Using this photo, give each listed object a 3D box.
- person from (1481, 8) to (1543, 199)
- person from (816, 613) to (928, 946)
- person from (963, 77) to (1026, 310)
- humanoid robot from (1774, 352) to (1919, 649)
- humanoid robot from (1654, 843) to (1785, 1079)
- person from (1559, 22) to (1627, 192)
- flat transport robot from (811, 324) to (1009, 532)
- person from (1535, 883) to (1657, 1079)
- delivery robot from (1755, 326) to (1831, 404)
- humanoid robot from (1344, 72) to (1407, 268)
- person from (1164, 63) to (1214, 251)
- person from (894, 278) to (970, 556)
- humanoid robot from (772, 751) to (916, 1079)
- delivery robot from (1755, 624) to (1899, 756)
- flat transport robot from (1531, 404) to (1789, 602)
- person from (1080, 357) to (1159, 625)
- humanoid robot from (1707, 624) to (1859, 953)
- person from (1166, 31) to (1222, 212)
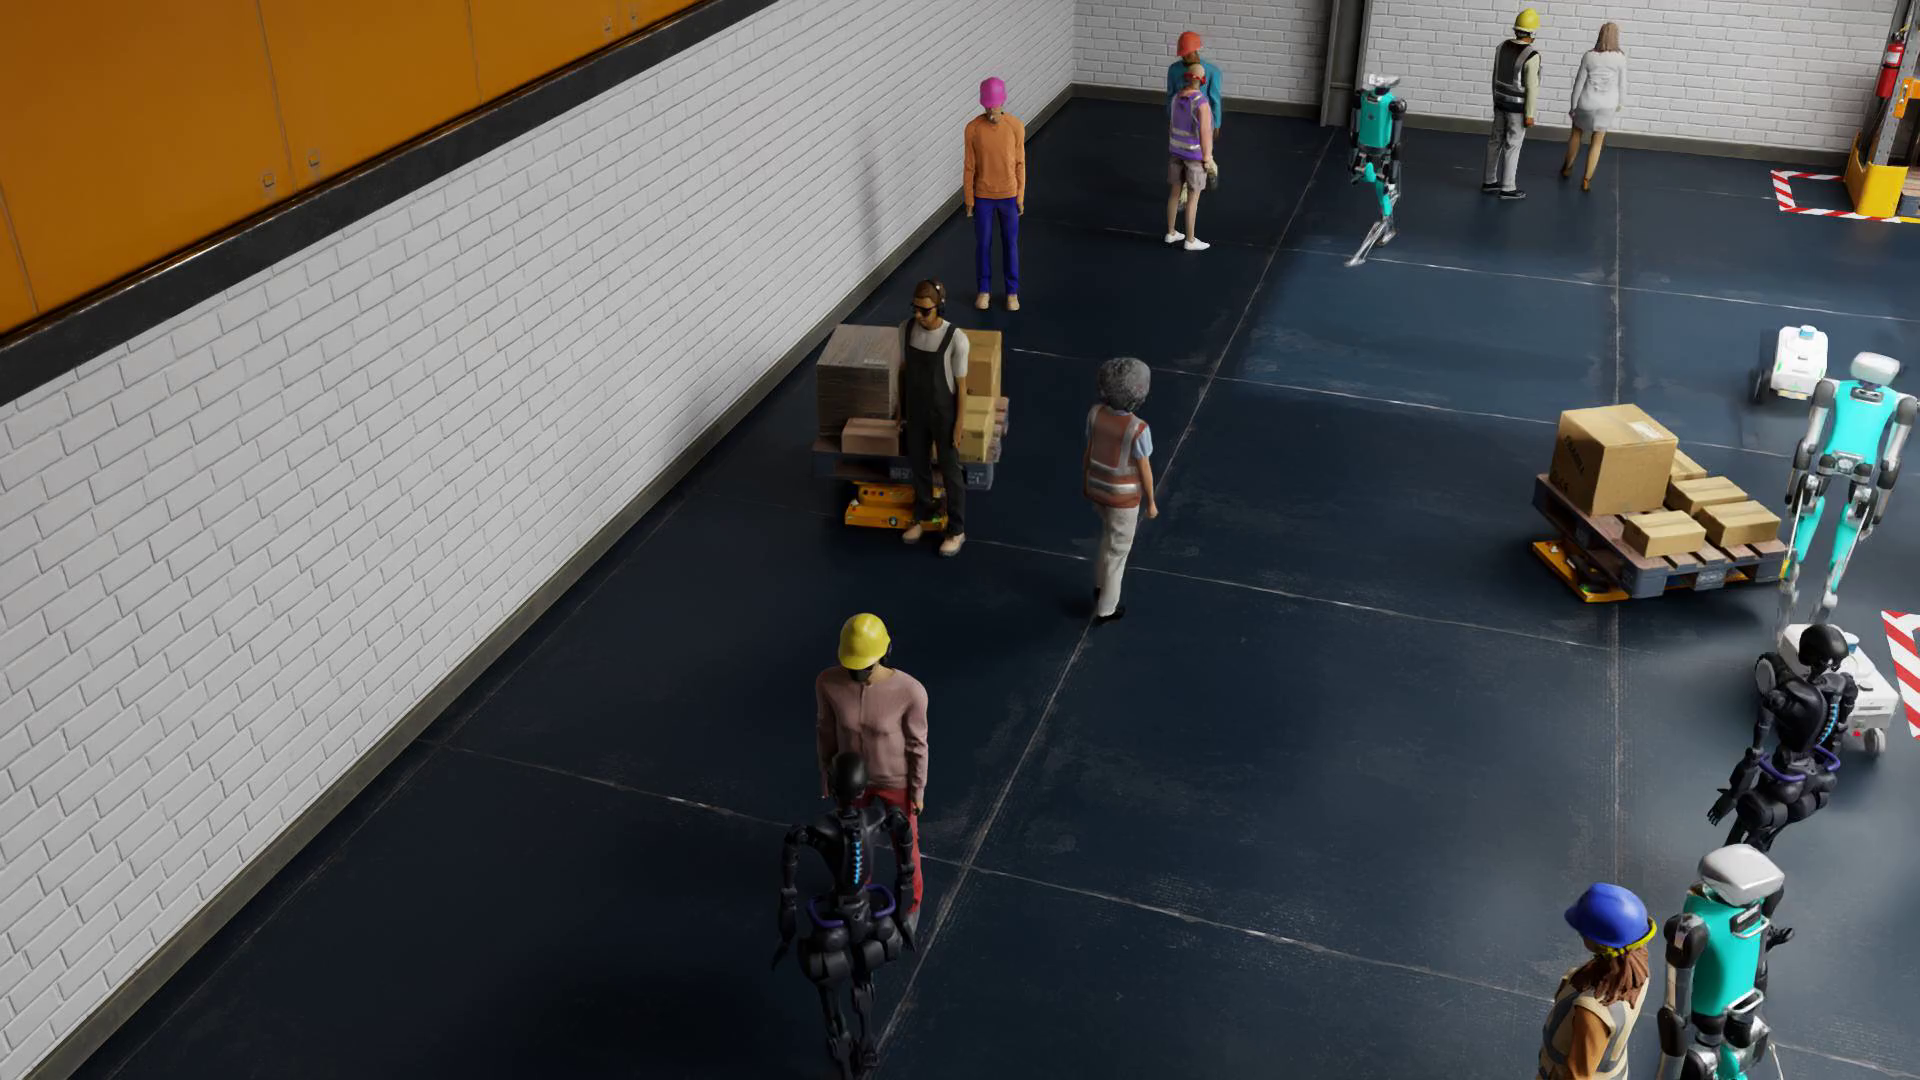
[{"bbox_3d":[5.467,-4.291,16.378,0.404,1.837,0.595,-12,33,-20],"label":"person"},{"bbox_3d":[-0.386,1.059,7.355,0.516,1.755,0.348,8,31,13],"label":"person"},{"bbox_3d":[0.285,-2.876,13.843,0.520,1.973,0.401,0,30,1],"label":"person"},{"bbox_3d":[4.913,-0.101,9.413,0.532,1.827,0.796,17,35,27],"label":"humanoid robot"},{"bbox_3d":[2.775,1.950,5.876,0.534,1.786,0.761,-18,35,-28],"label":"humanoid robot"},{"bbox_3d":[6.385,-4.375,16.702,0.509,1.647,0.622,10,32,16],"label":"person"},{"bbox_3d":[-0.330,-0.499,11.474,0.659,0.231,1.431,4,31,8],"label":"flat transport robot"},{"bbox_3d":[2.171,1.913,5.883,0.315,1.776,0.463,21,36,31],"label":"person"},{"bbox_3d":[6.349,-1.328,12.591,0.499,0.582,0.764,13,33,21],"label":"delivery robot"},{"bbox_3d":[3.859,-3.359,14.939,1.015,1.774,0.535,-24,38,-35],"label":"humanoid robot"},{"bbox_3d":[2.085,-3.480,15.137,0.349,1.694,0.493,-21,36,-31],"label":"person"},{"bbox_3d":[-0.177,-0.777,10.400,0.507,1.838,0.327,19,35,29],"label":"person"},{"bbox_3d":[-0.453,1.556,6.595,0.591,1.645,0.353,-11,32,-17],"label":"humanoid robot"},{"bbox_3d":[4.739,0.773,9.043,0.499,0.609,0.807,-1,30,-1],"label":"delivery robot"},{"bbox_3d":[4.429,0.081,10.488,1.431,0.231,0.659,-7,31,-11],"label":"flat transport robot"},{"bbox_3d":[0.937,-0.291,9.725,0.473,1.672,0.465,26,39,36],"label":"person"},{"bbox_3d":[3.684,1.103,7.368,0.609,1.634,0.588,-11,32,-18],"label":"humanoid robot"},{"bbox_3d":[2.286,-4.095,16.158,0.598,1.716,0.672,16,34,26],"label":"person"}]
